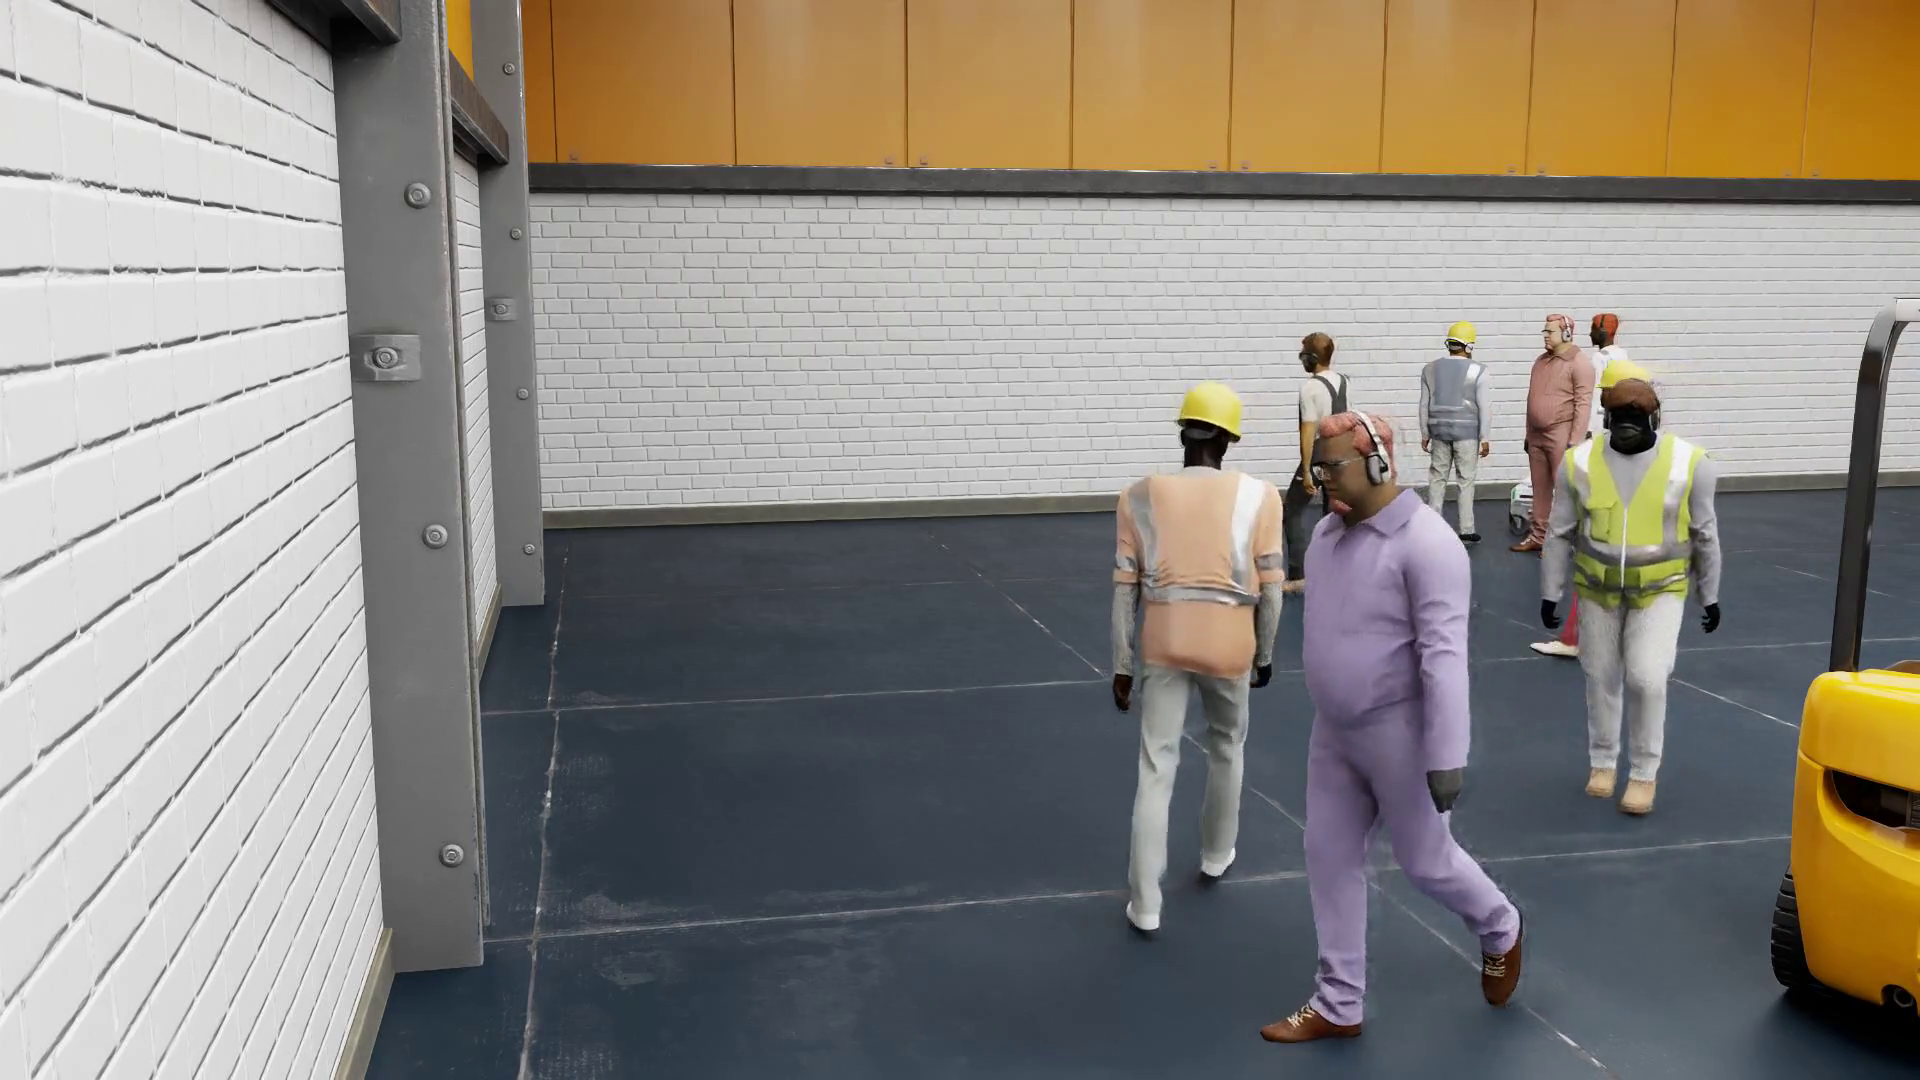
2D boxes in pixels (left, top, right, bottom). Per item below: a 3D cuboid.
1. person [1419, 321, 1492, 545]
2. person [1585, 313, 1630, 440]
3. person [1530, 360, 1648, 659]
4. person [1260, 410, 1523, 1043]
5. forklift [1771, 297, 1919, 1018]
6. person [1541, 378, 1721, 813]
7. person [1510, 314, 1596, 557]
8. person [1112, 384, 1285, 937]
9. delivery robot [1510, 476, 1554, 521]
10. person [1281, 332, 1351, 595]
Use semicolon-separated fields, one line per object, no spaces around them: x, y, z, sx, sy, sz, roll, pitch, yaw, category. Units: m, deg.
4.070;-0.874;13.639;0.603;1.830;0.404;8;12;39;person
5.477;-1.004;14.291;0.601;1.880;0.431;-8;12;-40;person
3.671;-0.150;9.513;0.776;1.737;0.546;7;12;36;person
1.321;0.545;4.921;0.856;1.867;0.680;-4;10;-22;person
3.542;0.334;5.177;2.313;2.155;1.214;-9;13;-43;forklift
2.781;0.235;6.945;0.698;1.816;0.662;6;11;31;person
4.643;-0.812;13.039;0.407;1.908;0.641;-4;10;-20;person
0.841;0.392;5.880;0.596;1.845;0.954;3;10;15;person
4.944;-0.382;14.238;0.477;0.478;0.707;5;11;27;delivery robot
2.442;-0.503;11.414;0.535;1.826;0.607;-7;11;-35;person
